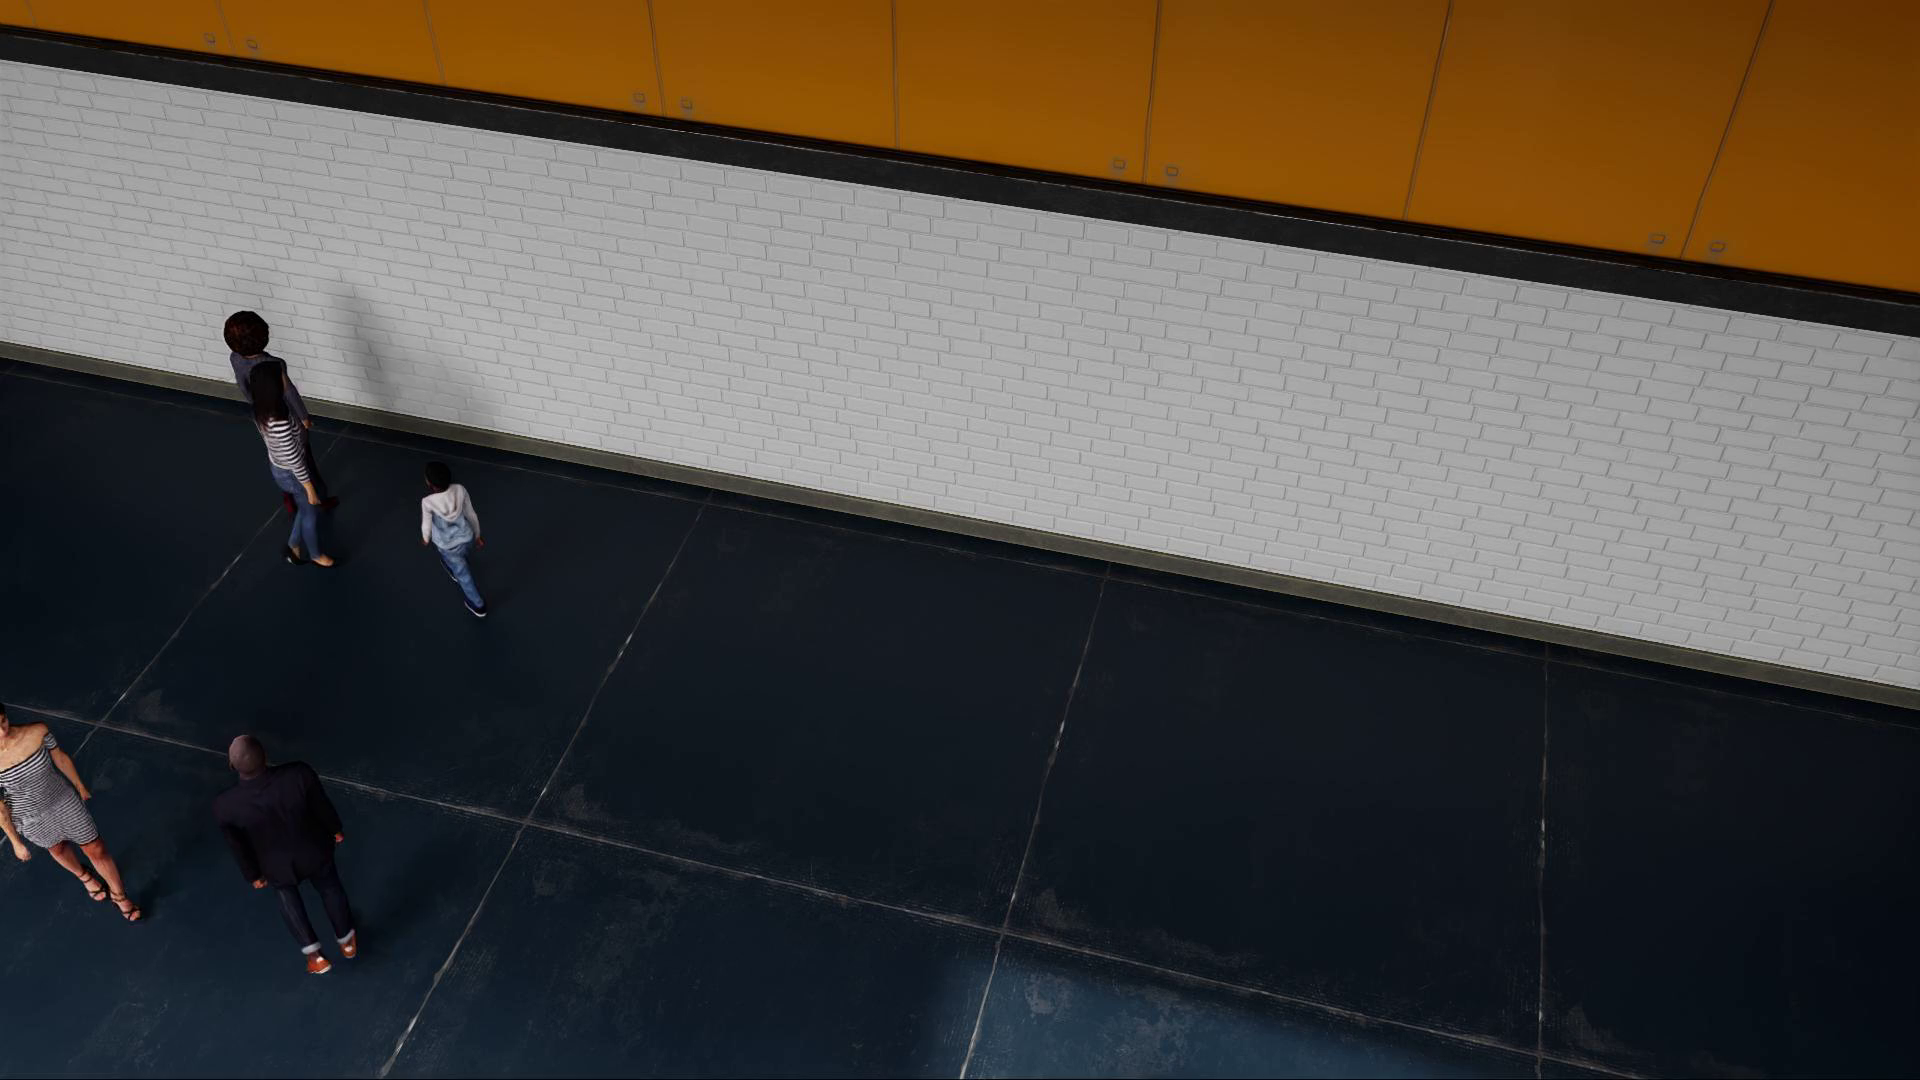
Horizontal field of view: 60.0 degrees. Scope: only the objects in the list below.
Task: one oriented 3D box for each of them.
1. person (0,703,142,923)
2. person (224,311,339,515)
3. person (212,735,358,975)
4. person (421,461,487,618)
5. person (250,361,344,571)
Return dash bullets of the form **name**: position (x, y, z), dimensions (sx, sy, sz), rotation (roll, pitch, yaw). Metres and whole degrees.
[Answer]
- **person**: position (-5.058, 1.435, 9.139), dimensions (0.814, 1.804, 0.861), rotation (-33, 53, -30)
- **person**: position (-4.771, -0.866, 11.623), dimensions (0.575, 1.711, 0.499), rotation (11, 45, 11)
- **person**: position (-3.517, 1.727, 8.832), dimensions (0.872, 1.805, 0.928), rotation (-19, 47, -19)
- **person**: position (-3.333, 0.016, 11.041), dimensions (0.773, 1.235, 0.821), rotation (33, 53, 30)
- **person**: position (-4.514, -0.383, 11.072), dimensions (0.842, 1.770, 0.782), rotation (-27, 50, -26)
